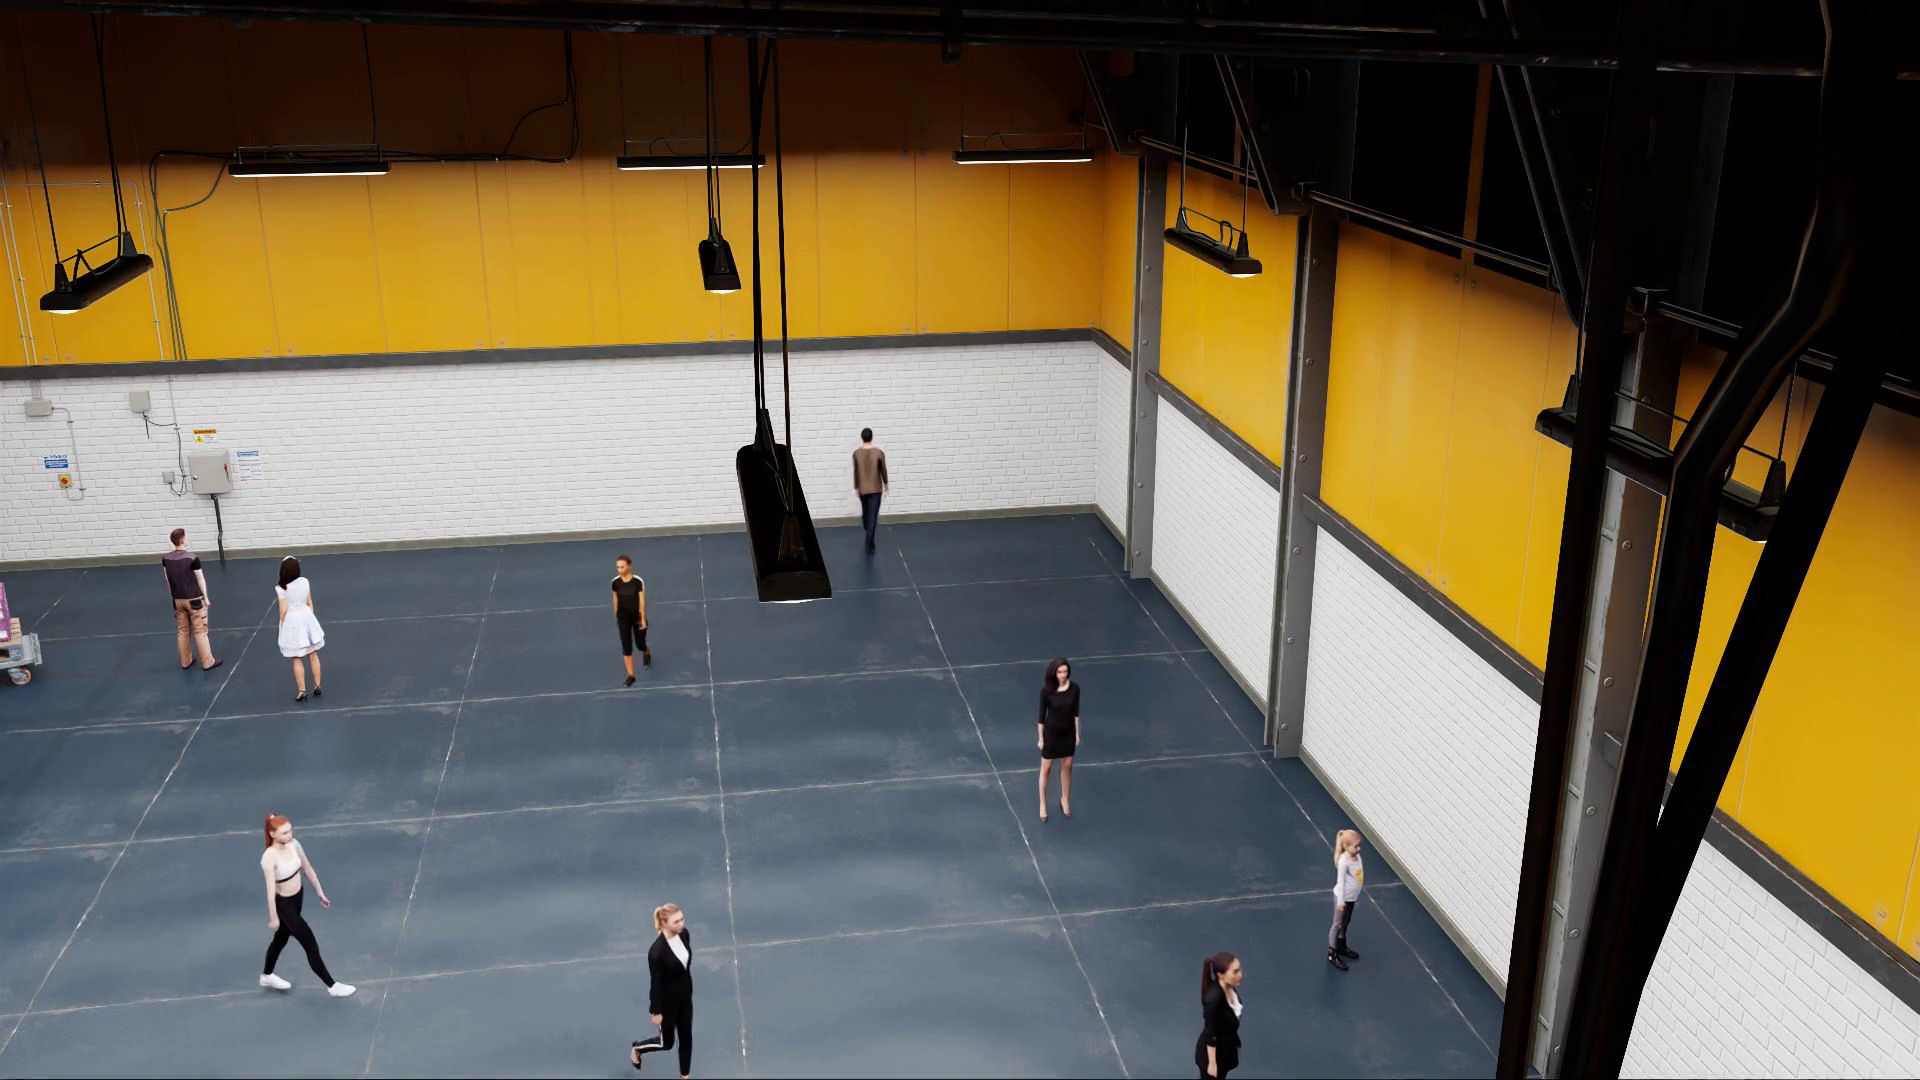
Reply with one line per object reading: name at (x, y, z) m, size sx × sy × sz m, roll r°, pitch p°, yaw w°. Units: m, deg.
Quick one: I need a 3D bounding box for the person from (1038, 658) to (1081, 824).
person at (1.014, 2.035, 17.051) m, size 0.597 × 1.804 × 0.509 m, roll -5°, pitch 19°, yaw -13°

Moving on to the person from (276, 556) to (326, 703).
person at (-7.910, 1.064, 19.913) m, size 0.906 × 1.818 × 0.854 m, roll 17°, pitch 25°, yaw 41°

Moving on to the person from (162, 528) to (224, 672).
person at (-9.692, 0.730, 20.868) m, size 0.761 × 1.842 × 0.727 m, roll 4°, pitch 19°, yaw 11°

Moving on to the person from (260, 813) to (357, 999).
person at (-5.738, 3.106, 14.048) m, size 0.986 × 1.691 × 1.193 m, roll 4°, pitch 19°, yaw 12°

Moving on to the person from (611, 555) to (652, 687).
person at (-4.028, 0.943, 20.530) m, size 0.756 × 1.653 × 0.972 m, roll 2°, pitch 19°, yaw 7°

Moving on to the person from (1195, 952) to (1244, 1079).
person at (1.881, 3.747, 12.192) m, size 0.749 × 1.660 × 0.666 m, roll 9°, pitch 21°, yaw 25°

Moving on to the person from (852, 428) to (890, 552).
person at (-1.373, -0.728, 25.205) m, size 0.972 × 1.835 × 1.270 m, roll 4°, pitch 19°, yaw 12°

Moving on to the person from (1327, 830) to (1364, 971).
person at (3.392, 3.126, 14.634) m, size 0.627 × 1.279 × 0.573 m, roll 14°, pitch 23°, yaw 36°

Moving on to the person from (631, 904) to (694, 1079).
person at (-2.276, 3.526, 12.800) m, size 0.987 × 1.691 × 0.959 m, roll 10°, pitch 21°, yaw 27°
